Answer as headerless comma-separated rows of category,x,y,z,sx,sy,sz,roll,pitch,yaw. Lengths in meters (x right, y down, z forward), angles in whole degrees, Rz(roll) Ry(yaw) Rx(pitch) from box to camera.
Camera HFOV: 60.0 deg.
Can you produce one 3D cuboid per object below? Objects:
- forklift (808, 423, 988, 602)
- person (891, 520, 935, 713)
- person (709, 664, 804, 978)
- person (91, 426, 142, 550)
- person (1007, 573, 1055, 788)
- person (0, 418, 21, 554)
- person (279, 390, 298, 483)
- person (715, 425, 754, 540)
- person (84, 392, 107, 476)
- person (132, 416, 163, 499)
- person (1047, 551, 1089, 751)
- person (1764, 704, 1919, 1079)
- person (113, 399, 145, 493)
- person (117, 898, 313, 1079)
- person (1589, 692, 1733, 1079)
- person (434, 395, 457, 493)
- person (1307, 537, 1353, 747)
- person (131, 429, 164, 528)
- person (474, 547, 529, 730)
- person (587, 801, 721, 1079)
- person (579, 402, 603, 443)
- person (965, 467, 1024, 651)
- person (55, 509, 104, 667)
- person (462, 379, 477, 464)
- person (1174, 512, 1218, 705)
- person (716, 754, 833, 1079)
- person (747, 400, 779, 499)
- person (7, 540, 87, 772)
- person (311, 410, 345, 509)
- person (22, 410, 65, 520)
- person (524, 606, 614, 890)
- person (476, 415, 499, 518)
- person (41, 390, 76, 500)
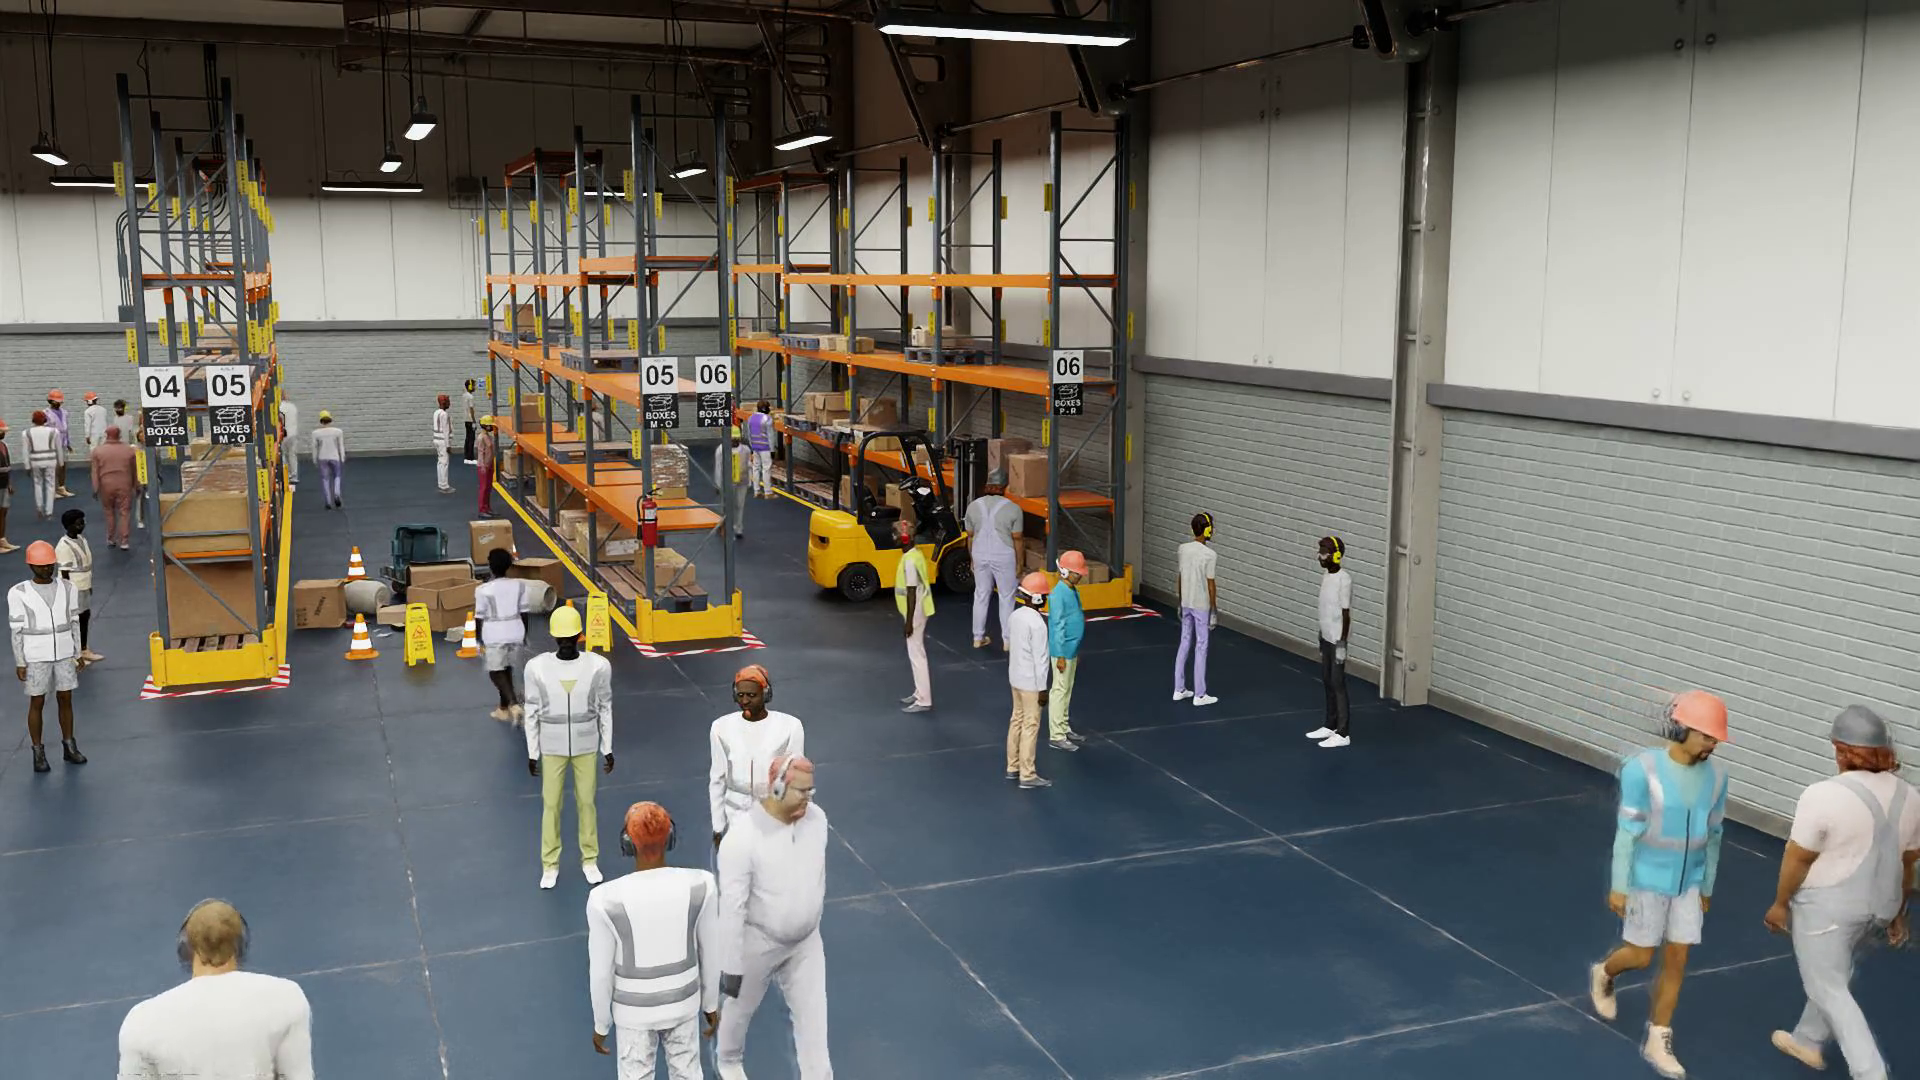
forklift,-0.830,-0.399,21.676,2.313,2.155,1.214,-4,10,-21
person,-0.443,0.720,15.795,0.408,1.831,0.575,-1,9,-3
person,-1.188,1.651,9.792,0.578,1.878,0.351,1,9,8
person,-12.794,-0.804,25.255,0.678,1.857,0.959,-5,10,-27
person,0.595,1.127,13.501,0.358,1.742,0.559,-3,10,-20
person,-14.292,-0.814,24.763,0.391,2.045,0.608,0,9,-2
person,-13.459,-2.058,33.097,0.546,1.877,0.698,3,10,18
person,-3.516,-0.896,26.000,0.594,1.818,0.414,-4,10,-26
person,-17.845,-2.181,34.310,0.349,1.743,0.563,2,9,14
person,-14.948,-1.522,30.637,0.526,1.581,0.860,-6,11,-35
person,0.953,0.953,14.580,0.338,1.742,0.563,3,9,17
person,4.469,1.797,8.338,0.685,2.000,0.943,-3,9,-18
person,-15.705,-1.756,31.380,0.505,1.837,0.821,3,10,20
person,-2.660,2.255,6.018,0.661,1.886,1.063,-6,11,-35
person,3.664,1.750,8.738,0.657,2.009,0.701,-2,9,-10
person,-9.835,-1.832,31.695,0.359,1.880,0.575,-6,11,-31
person,3.278,0.888,14.639,0.326,1.861,0.511,-2,9,-10
person,-13.361,-1.015,27.291,0.516,1.640,0.311,-6,11,-35
person,-4.136,0.897,15.147,0.536,1.671,0.727,-9,12,-43
person,-1.323,2.050,7.239,0.576,1.883,0.355,-4,10,-24
person,-7.515,-2.050,33.843,0.539,1.611,0.636,-4,10,-24
person,0.418,0.194,18.423,0.685,2.000,0.535,4,10,26
person,-9.348,0.504,17.587,0.319,1.688,0.538,-1,9,-5
person,-10.741,-2.591,36.509,0.310,1.864,0.533,-7,11,-36
person,2.294,0.660,16.081,0.330,1.861,0.503,-7,11,-38
person,-0.897,1.938,8.089,0.668,1.847,1.049,-8,12,-40
person,-3.651,-1.679,30.849,0.624,1.841,0.430,7,12,39
person,-7.624,0.960,13.931,0.358,1.937,0.549,8,12,41
person,-11.248,-1.437,29.609,0.547,1.743,0.596,-4,10,-22
person,-15.585,-1.286,28.330,0.584,1.854,0.808,-4,10,-21
person,-2.636,1.390,11.247,0.585,1.928,0.378,-3,9,-16
person,-8.086,-1.260,28.471,0.337,1.757,0.518,1,9,8
person,-16.704,-1.769,30.807,0.392,2.034,0.605,2,9,15
